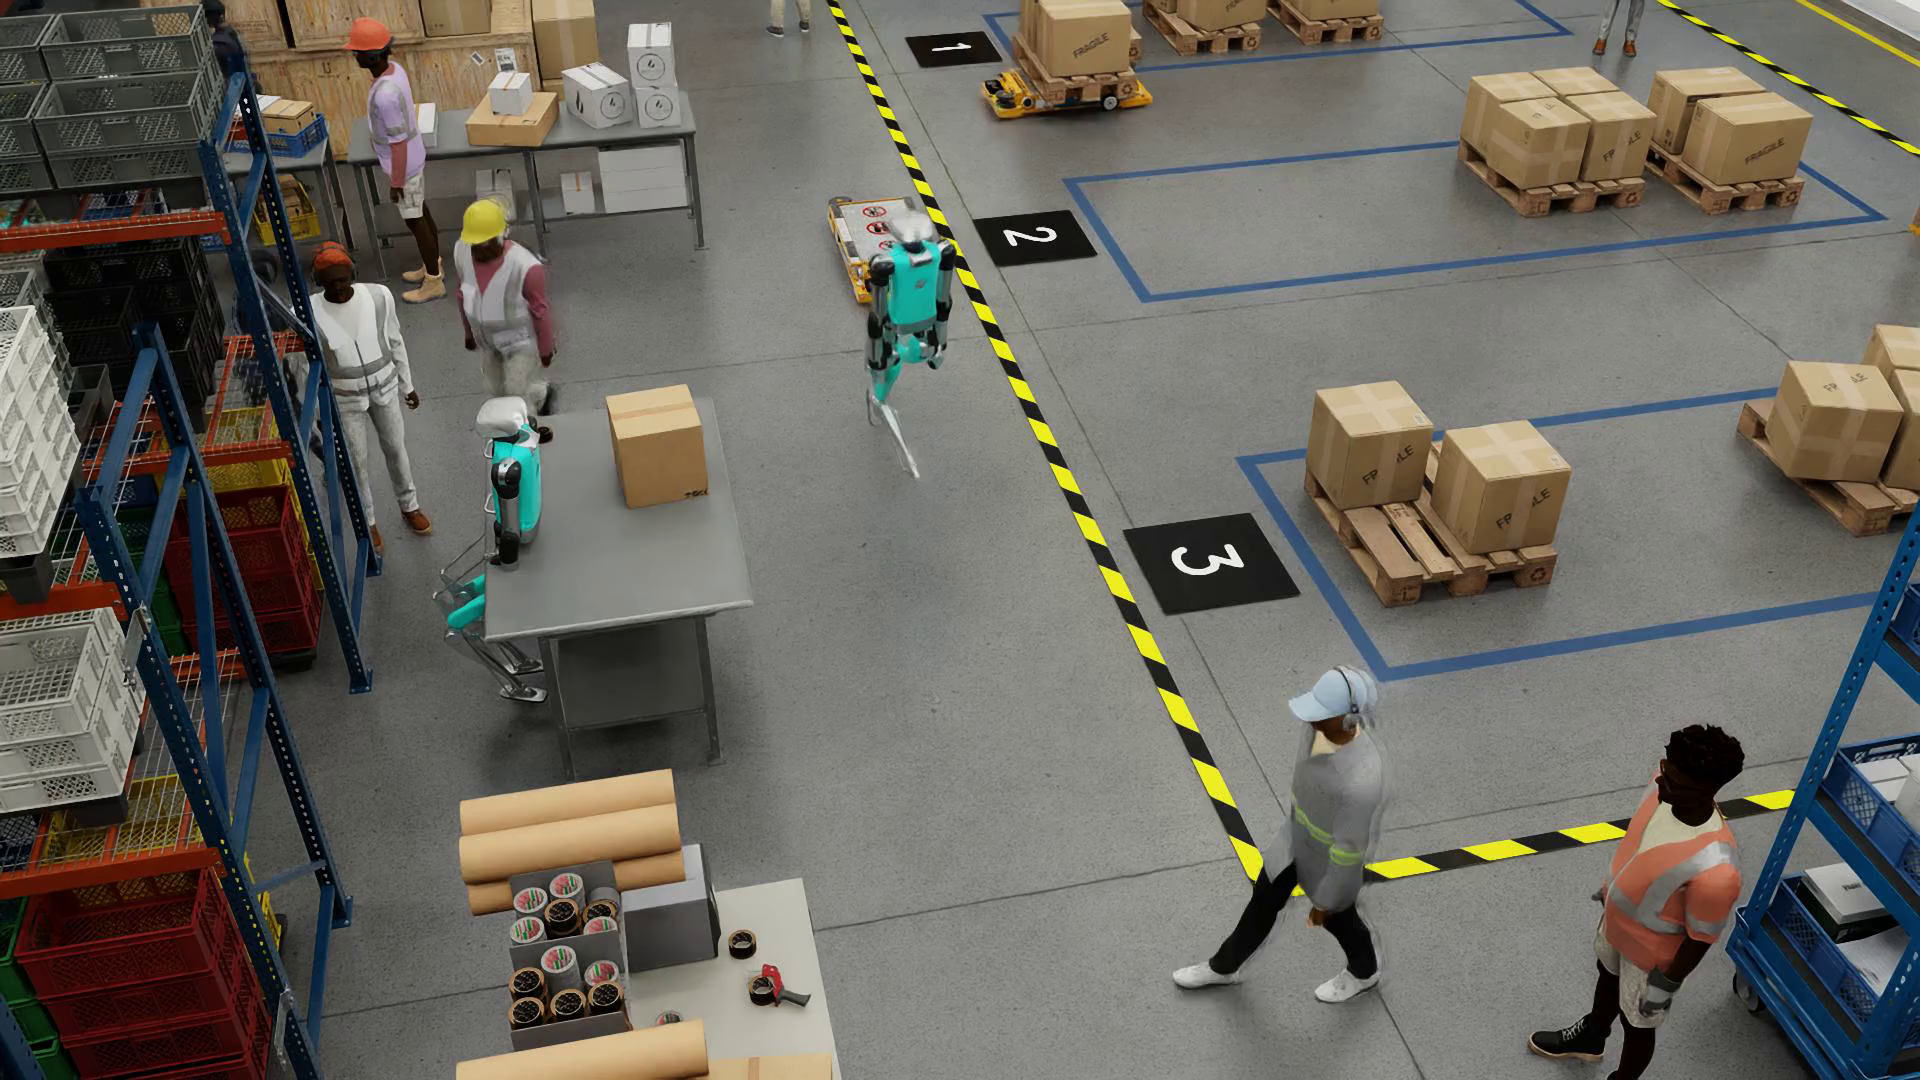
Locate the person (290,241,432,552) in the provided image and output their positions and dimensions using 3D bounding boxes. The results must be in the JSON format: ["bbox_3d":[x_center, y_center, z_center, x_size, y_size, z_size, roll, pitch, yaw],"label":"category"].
[{"bbox_3d":[-3.327,-0.800,9.275,0.583,1.882,0.337,-23,42,-28],"label":"person"}]

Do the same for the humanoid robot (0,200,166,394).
[{"bbox_3d":[-5.202,-1.344,10.143,0.994,1.754,0.560,-4,37,-5],"label":"humanoid robot"}]

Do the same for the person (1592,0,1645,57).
[{"bbox_3d":[6.354,-5.491,15.580,0.590,1.883,0.351,8,37,11],"label":"person"}]

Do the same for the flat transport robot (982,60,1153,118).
[{"bbox_3d":[0.965,-4.088,15.025,1.431,0.197,0.652,-8,37,-10],"label":"flat transport robot"}]

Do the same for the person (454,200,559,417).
[{"bbox_3d":[-2.668,-1.260,9.946,0.605,1.813,0.613,15,39,20],"label":"person"}]

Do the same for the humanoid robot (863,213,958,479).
[{"bbox_3d":[-0.447,-1.276,10.060,0.543,1.762,0.990,-19,41,-23],"label":"humanoid robot"}]

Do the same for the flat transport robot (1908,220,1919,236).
[{"bbox_3d":[7.925,-2.161,12.435,0.652,0.197,1.431,-12,38,-16],"label":"flat transport robot"}]

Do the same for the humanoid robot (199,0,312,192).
[{"bbox_3d":[-5.651,-3.434,13.025,0.783,1.623,0.590,-2,37,-3],"label":"humanoid robot"}]

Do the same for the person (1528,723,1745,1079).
[{"bbox_3d":[2.548,1.442,6.195,0.368,1.966,0.602,-1,37,-1],"label":"person"}]

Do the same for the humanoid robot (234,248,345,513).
[{"bbox_3d":[-3.989,-0.926,9.657,0.726,1.620,0.590,-26,44,-30],"label":"humanoid robot"}]

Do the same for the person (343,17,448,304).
[{"bbox_3d":[-3.920,-2.630,11.603,0.378,2.045,0.604,-7,37,-9],"label":"person"}]

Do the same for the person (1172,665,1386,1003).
[{"bbox_3d":[1.389,1.219,6.629,0.880,1.805,0.609,-8,37,-10],"label":"person"}]

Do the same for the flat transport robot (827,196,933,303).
[{"bbox_3d":[-0.570,-2.220,12.538,0.659,0.231,1.431,-8,37,-10],"label":"flat transport robot"}]

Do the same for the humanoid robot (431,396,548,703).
[{"bbox_3d":[-2.332,0.064,8.125,0.735,1.677,0.533,-1,37,-1],"label":"humanoid robot"}]

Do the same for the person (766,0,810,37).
[{"bbox_3d":[-1.703,-5.756,16.037,0.563,1.763,0.403,-16,40,-20],"label":"person"}]
